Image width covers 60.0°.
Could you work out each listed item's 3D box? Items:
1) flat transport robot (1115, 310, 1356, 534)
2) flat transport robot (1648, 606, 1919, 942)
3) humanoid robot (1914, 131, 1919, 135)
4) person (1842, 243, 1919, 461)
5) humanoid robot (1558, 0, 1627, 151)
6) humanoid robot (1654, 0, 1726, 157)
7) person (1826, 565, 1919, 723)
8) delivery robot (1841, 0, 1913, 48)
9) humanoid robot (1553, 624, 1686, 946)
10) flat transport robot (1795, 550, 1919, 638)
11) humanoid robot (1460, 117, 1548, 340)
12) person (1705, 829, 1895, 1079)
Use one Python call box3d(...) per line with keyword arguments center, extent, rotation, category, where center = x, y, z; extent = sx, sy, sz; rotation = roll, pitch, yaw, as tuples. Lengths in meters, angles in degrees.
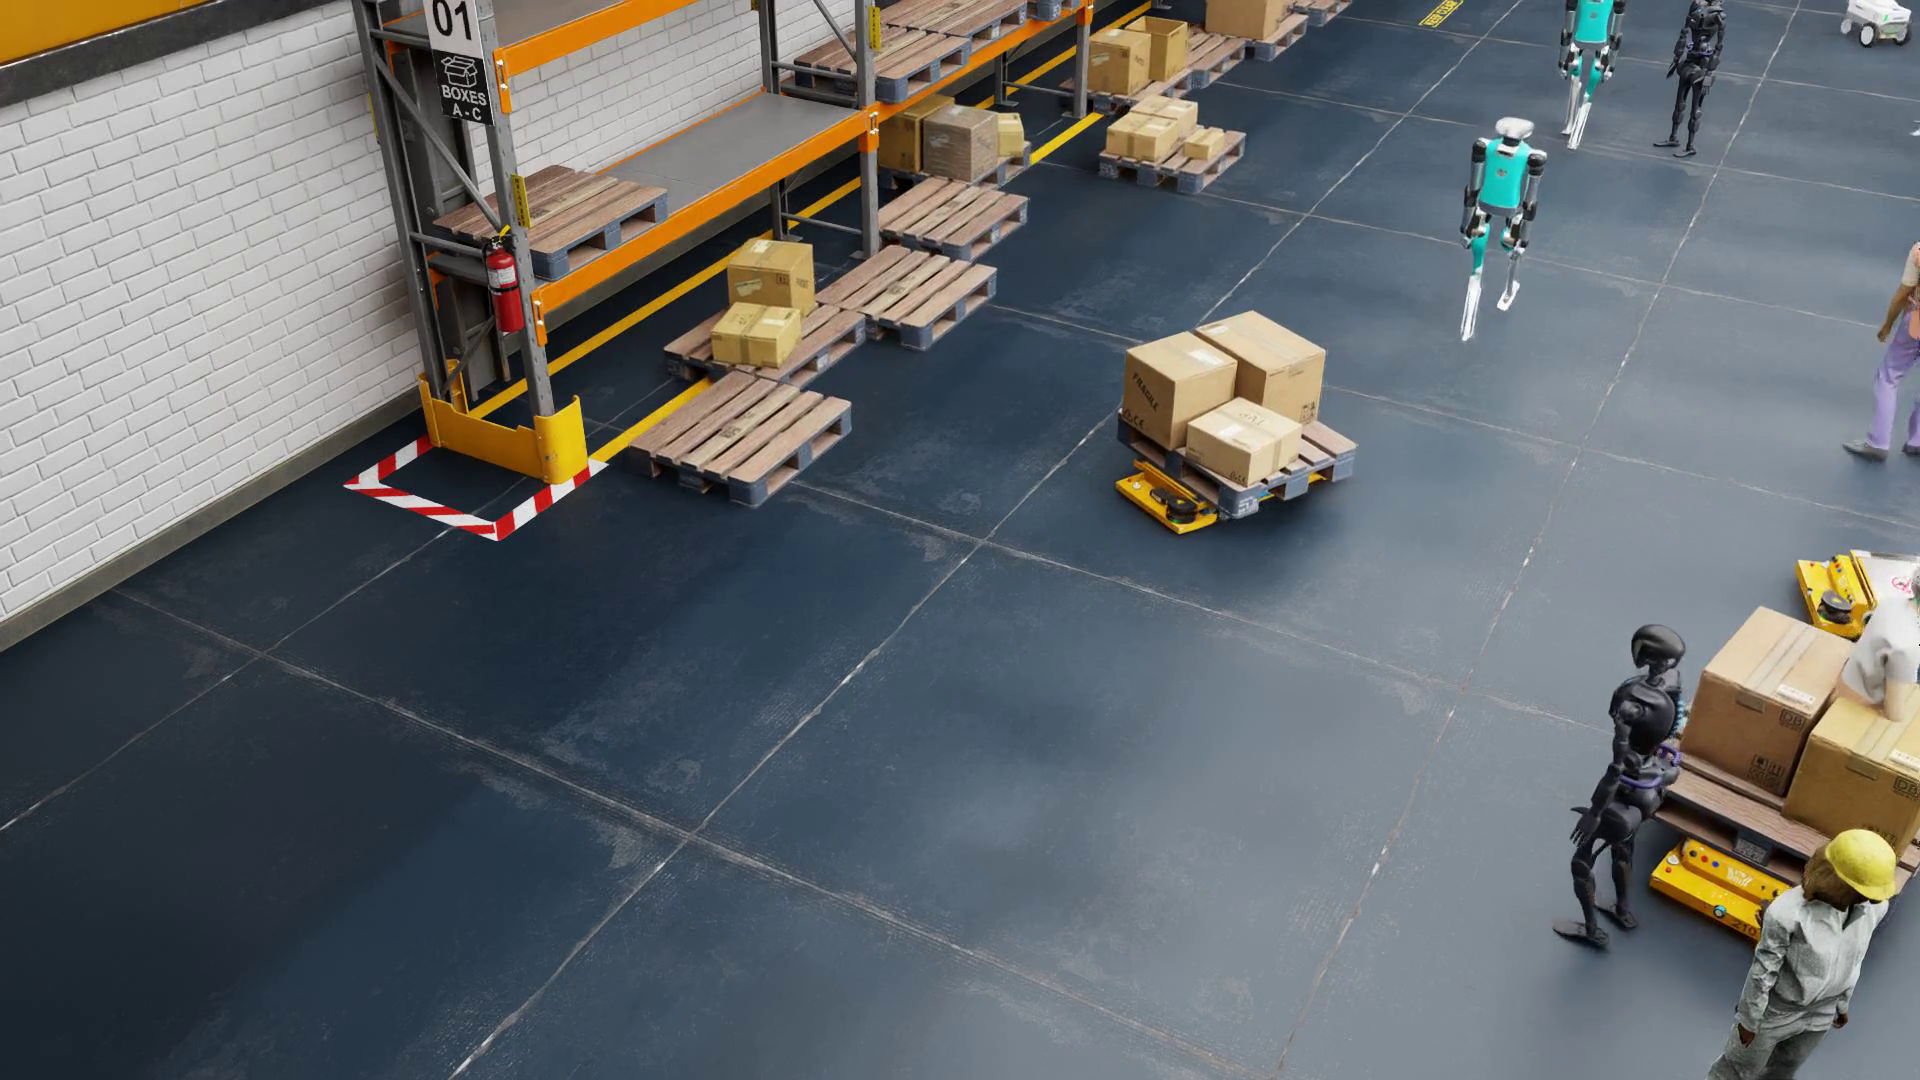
box3d(center=(1.779, -0.454, 10.835), extent=(1.431, 0.231, 0.659), rotation=(-20, 38, -27), category="flat transport robot")
box3d(center=(3.958, 1.394, 8.038), extent=(0.659, 0.231, 1.431), rotation=(27, 42, 34), category="flat transport robot")
box3d(center=(9.622, -4.741, 15.986), extent=(0.719, 1.779, 0.548), rotation=(7, 34, 10), category="humanoid robot")
box3d(center=(6.306, -1.333, 10.766), extent=(0.731, 1.825, 0.399), rotation=(3, 34, 5), category="person")
box3d(center=(5.959, -4.585, 15.776), extent=(0.557, 1.717, 0.995), rotation=(14, 36, 20), category="humanoid robot")
box3d(center=(6.895, -4.435, 15.571), extent=(0.315, 1.654, 0.599), rotation=(-8, 34, -12), category="humanoid robot")
box3d(center=(4.220, 0.784, 7.672), extent=(0.935, 1.688, 0.446), rotation=(17, 37, 24), category="person")
box3d(center=(10.400, -5.902, 18.834), extent=(0.499, 0.612, 0.796), rotation=(-5, 34, -8), category="delivery robot")
box3d(center=(2.917, 1.082, 7.237), extent=(0.339, 1.642, 0.608), rotation=(28, 42, 35), category="humanoid robot")
box3d(center=(5.656, 0.373, 9.584), extent=(1.431, 0.231, 0.659), rotation=(7, 34, 10), category="flat transport robot")
box3d(center=(4.112, -2.393, 12.501), extent=(0.536, 1.781, 1.027), rotation=(20, 38, 27), category="humanoid robot")
box3d(center=(3.107, 1.739, 6.181), extent=(0.485, 1.741, 0.301), rotation=(-9, 34, -13), category="person")
